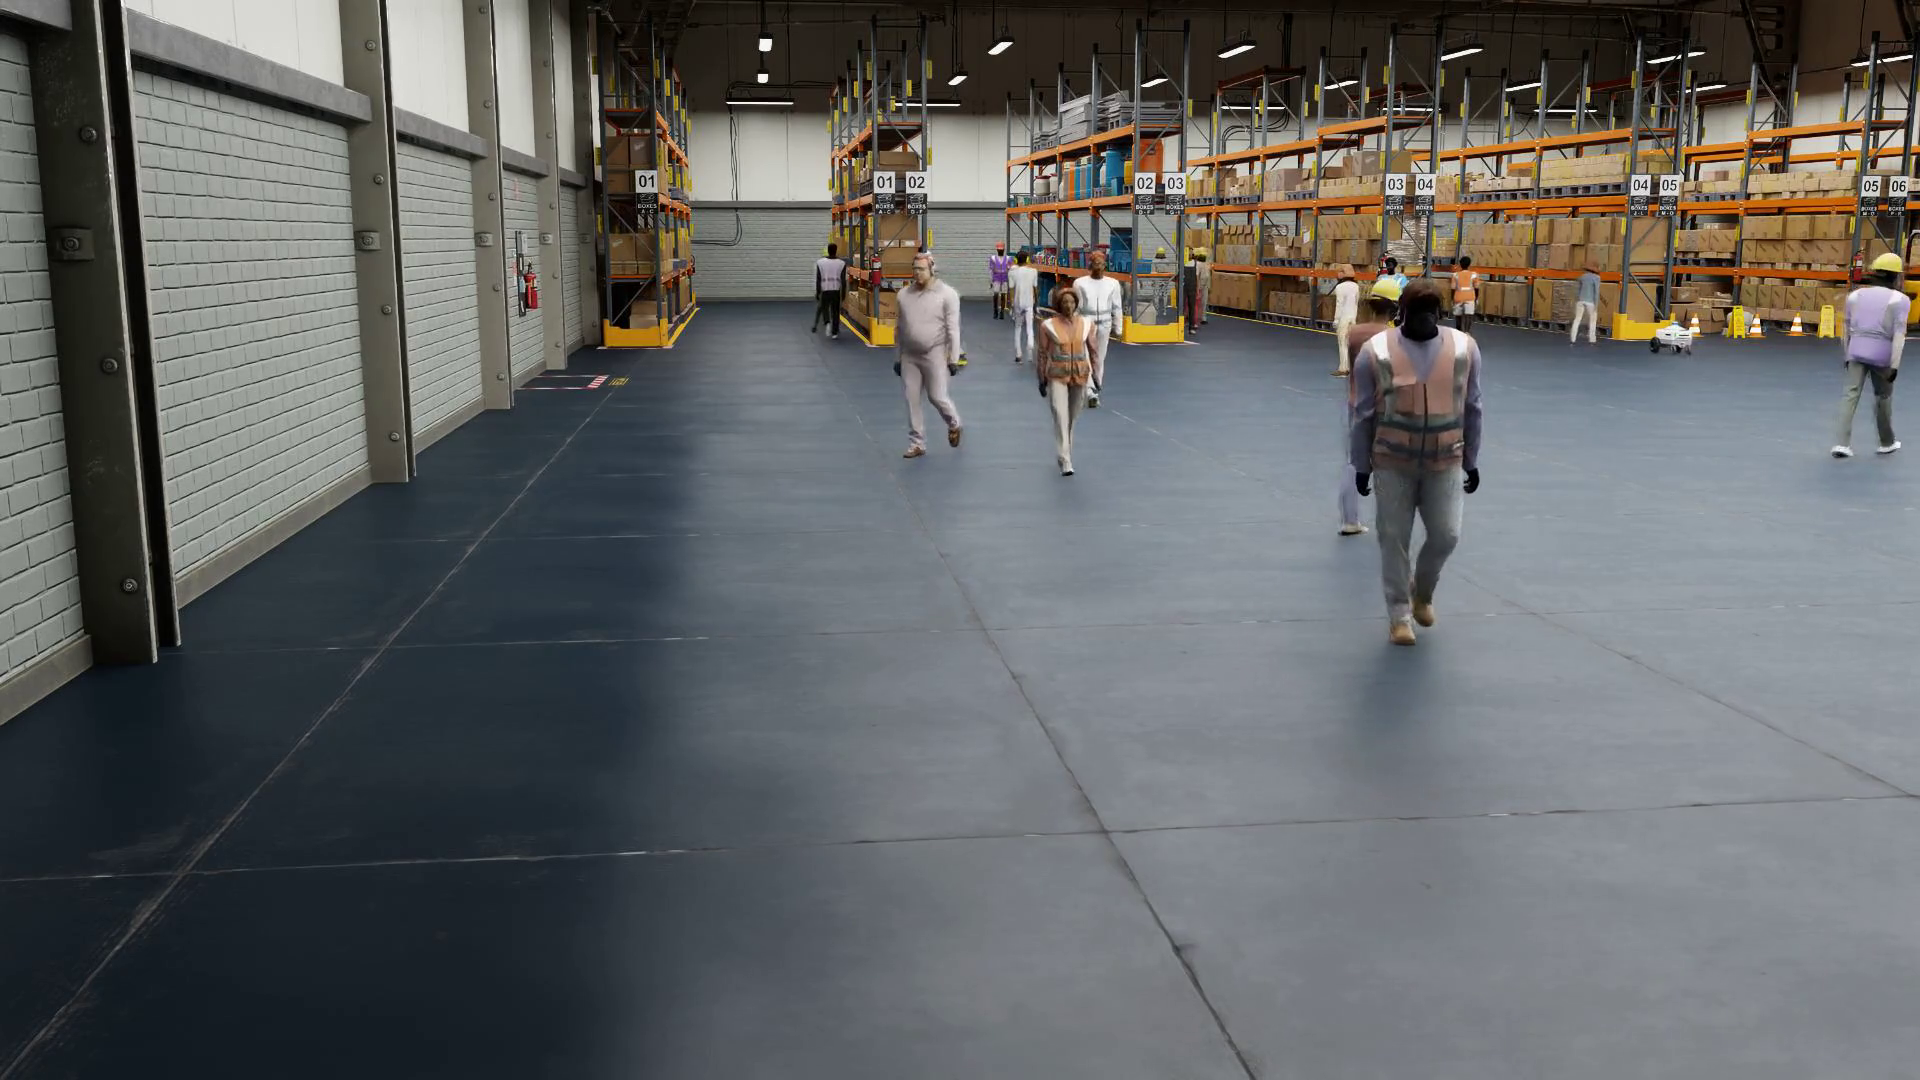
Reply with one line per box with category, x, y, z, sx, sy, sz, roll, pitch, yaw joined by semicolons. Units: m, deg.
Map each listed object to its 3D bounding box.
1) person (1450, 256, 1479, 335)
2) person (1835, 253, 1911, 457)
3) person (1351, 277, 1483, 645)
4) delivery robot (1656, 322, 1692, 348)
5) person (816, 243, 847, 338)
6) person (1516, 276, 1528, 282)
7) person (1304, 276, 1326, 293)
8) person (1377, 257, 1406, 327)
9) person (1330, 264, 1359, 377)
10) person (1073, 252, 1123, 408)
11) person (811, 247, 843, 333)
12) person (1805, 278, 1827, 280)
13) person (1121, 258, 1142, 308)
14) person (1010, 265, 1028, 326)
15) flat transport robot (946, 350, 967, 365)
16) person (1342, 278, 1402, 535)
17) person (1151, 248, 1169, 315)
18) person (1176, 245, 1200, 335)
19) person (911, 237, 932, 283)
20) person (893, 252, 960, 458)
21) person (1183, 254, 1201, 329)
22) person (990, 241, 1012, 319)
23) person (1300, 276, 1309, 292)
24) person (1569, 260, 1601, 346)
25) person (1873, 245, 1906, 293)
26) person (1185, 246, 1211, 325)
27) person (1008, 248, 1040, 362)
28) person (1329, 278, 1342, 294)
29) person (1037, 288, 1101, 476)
person;9.602;-4.573;31.666;0.527;1.671;0.809;4;11;20
person;8.443;-1.702;15.382;0.984;1.878;0.607;-8;13;-38
person;2.274;-0.391;8.314;0.651;1.831;0.446;1;10;6
delivery robot;12.355;-3.534;28.788;0.477;0.478;0.707;-1;10;-5
person;-2.570;-4.986;33.299;0.620;1.901;0.456;-1;10;-5
person;16.981;-8.008;50.091;0.437;1.822;0.639;-1;10;-4
person;9.579;-7.107;44.864;0.626;1.927;0.545;2;11;11
person;7.673;-4.186;29.547;0.579;1.693;0.557;4;11;22
person;5.607;-3.193;24.213;0.507;1.632;0.265;-9;14;-41
person;1.644;-2.485;19.773;0.601;1.830;0.982;-1;10;-6
person;-2.795;-5.254;35.012;0.619;1.825;0.403;-2;10;-10
person;19.252;-5.806;37.541;0.629;1.990;1.025;-1;10;-6
person;4.124;-6.240;40.163;0.647;1.926;0.408;-4;11;-23
person;1.370;-5.699;37.953;0.548;1.624;0.375;-1;10;-7
flat transport robot;-0.301;-2.934;26.533;0.652;0.197;1.431;-1;10;-7
person;2.866;-0.898;11.339;0.622;1.747;0.535;-9;14;-41
person;5.214;-6.744;43.387;0.512;1.744;0.318;-4;11;-20
person;4.719;-5.169;34.464;0.514;1.845;0.338;-1;10;-8
person;-1.028;-6.915;43.556;0.621;2.021;0.689;-2;11;-11
person;-0.294;-1.717;15.439;0.654;1.890;0.654;5;11;25
person;5.104;-5.562;36.947;0.545;1.716;0.899;-2;11;-11
person;1.013;-6.390;40.977;0.544;1.919;0.577;0;10;-2
person;9.937;-7.564;47.396;0.635;1.908;1.009;5;12;26
person;11.704;-4.417;31.075;0.594;1.589;0.508;-6;12;-31
person;19.800;-5.331;35.348;0.704;1.861;0.943;-3;11;-17
person;5.522;-5.881;38.486;0.599;1.813;0.604;-5;12;-26
person;1.029;-3.747;26.688;0.529;1.844;0.767;0;10;-2
person;10.705;-7.458;47.020;0.518;1.851;0.771;-1;10;-4
person;0.933;-1.373;14.357;0.517;1.594;0.877;-3;11;-14
